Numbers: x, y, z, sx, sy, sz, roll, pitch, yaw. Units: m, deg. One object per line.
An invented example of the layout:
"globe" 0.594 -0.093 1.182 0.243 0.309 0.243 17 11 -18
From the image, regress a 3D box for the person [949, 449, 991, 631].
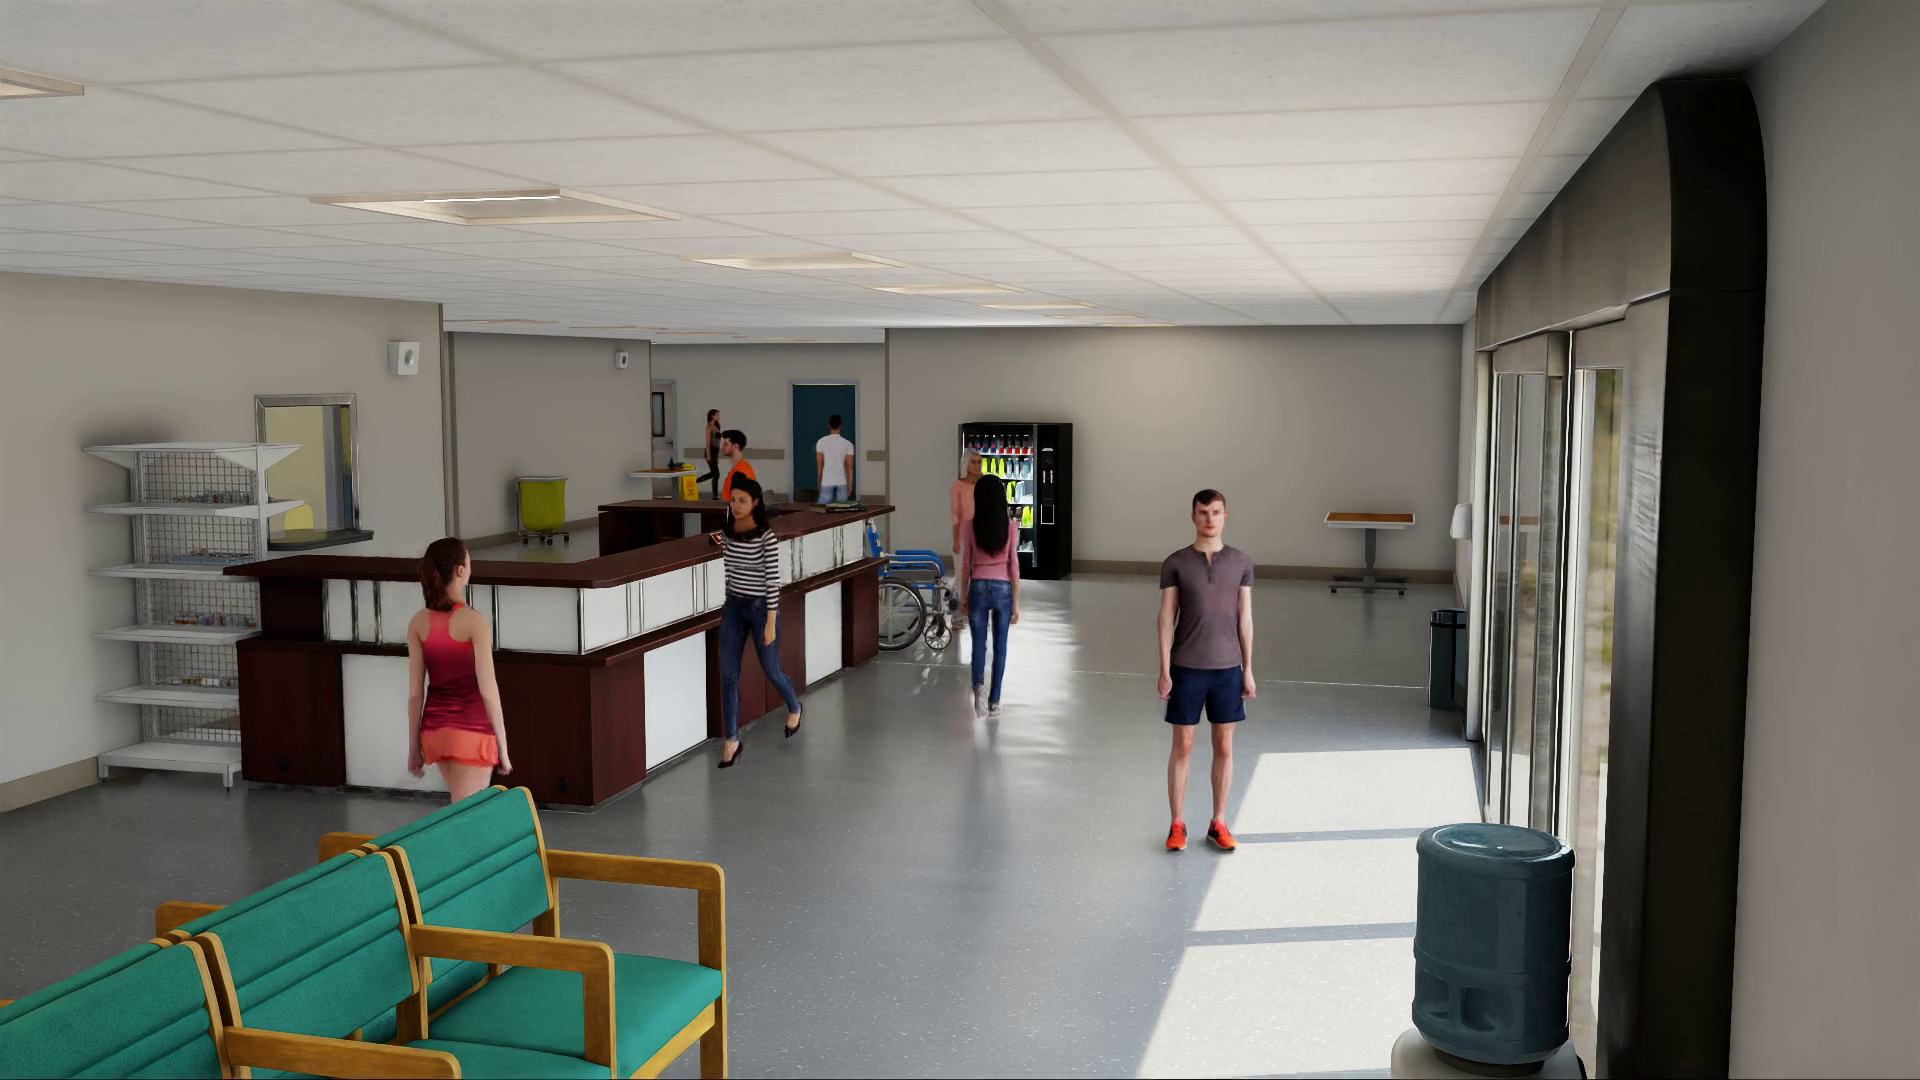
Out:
"person" 0.097 -0.011 15.819 0.665 1.721 0.731 -3 7 -28

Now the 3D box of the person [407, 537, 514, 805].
"person" -2.142 0.882 6.954 1.100 1.719 0.691 2 6 20

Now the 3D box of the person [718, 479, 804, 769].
"person" -1.232 0.520 10.335 1.099 1.746 0.772 3 6 25

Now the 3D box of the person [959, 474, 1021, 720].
"person" 0.194 0.418 11.550 0.976 1.722 0.738 1 6 7

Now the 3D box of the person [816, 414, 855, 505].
"person" -1.743 -0.796 22.996 0.812 1.848 0.855 0 6 -2

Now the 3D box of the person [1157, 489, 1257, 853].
"person" 1.261 0.660 8.512 0.597 1.850 0.779 0 6 -3

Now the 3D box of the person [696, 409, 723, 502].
"person" -4.734 -1.567 31.166 0.985 1.747 0.655 1 6 9

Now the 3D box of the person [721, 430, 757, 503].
"person" -2.071 -0.139 16.325 0.838 1.875 0.806 -1 6 -10
